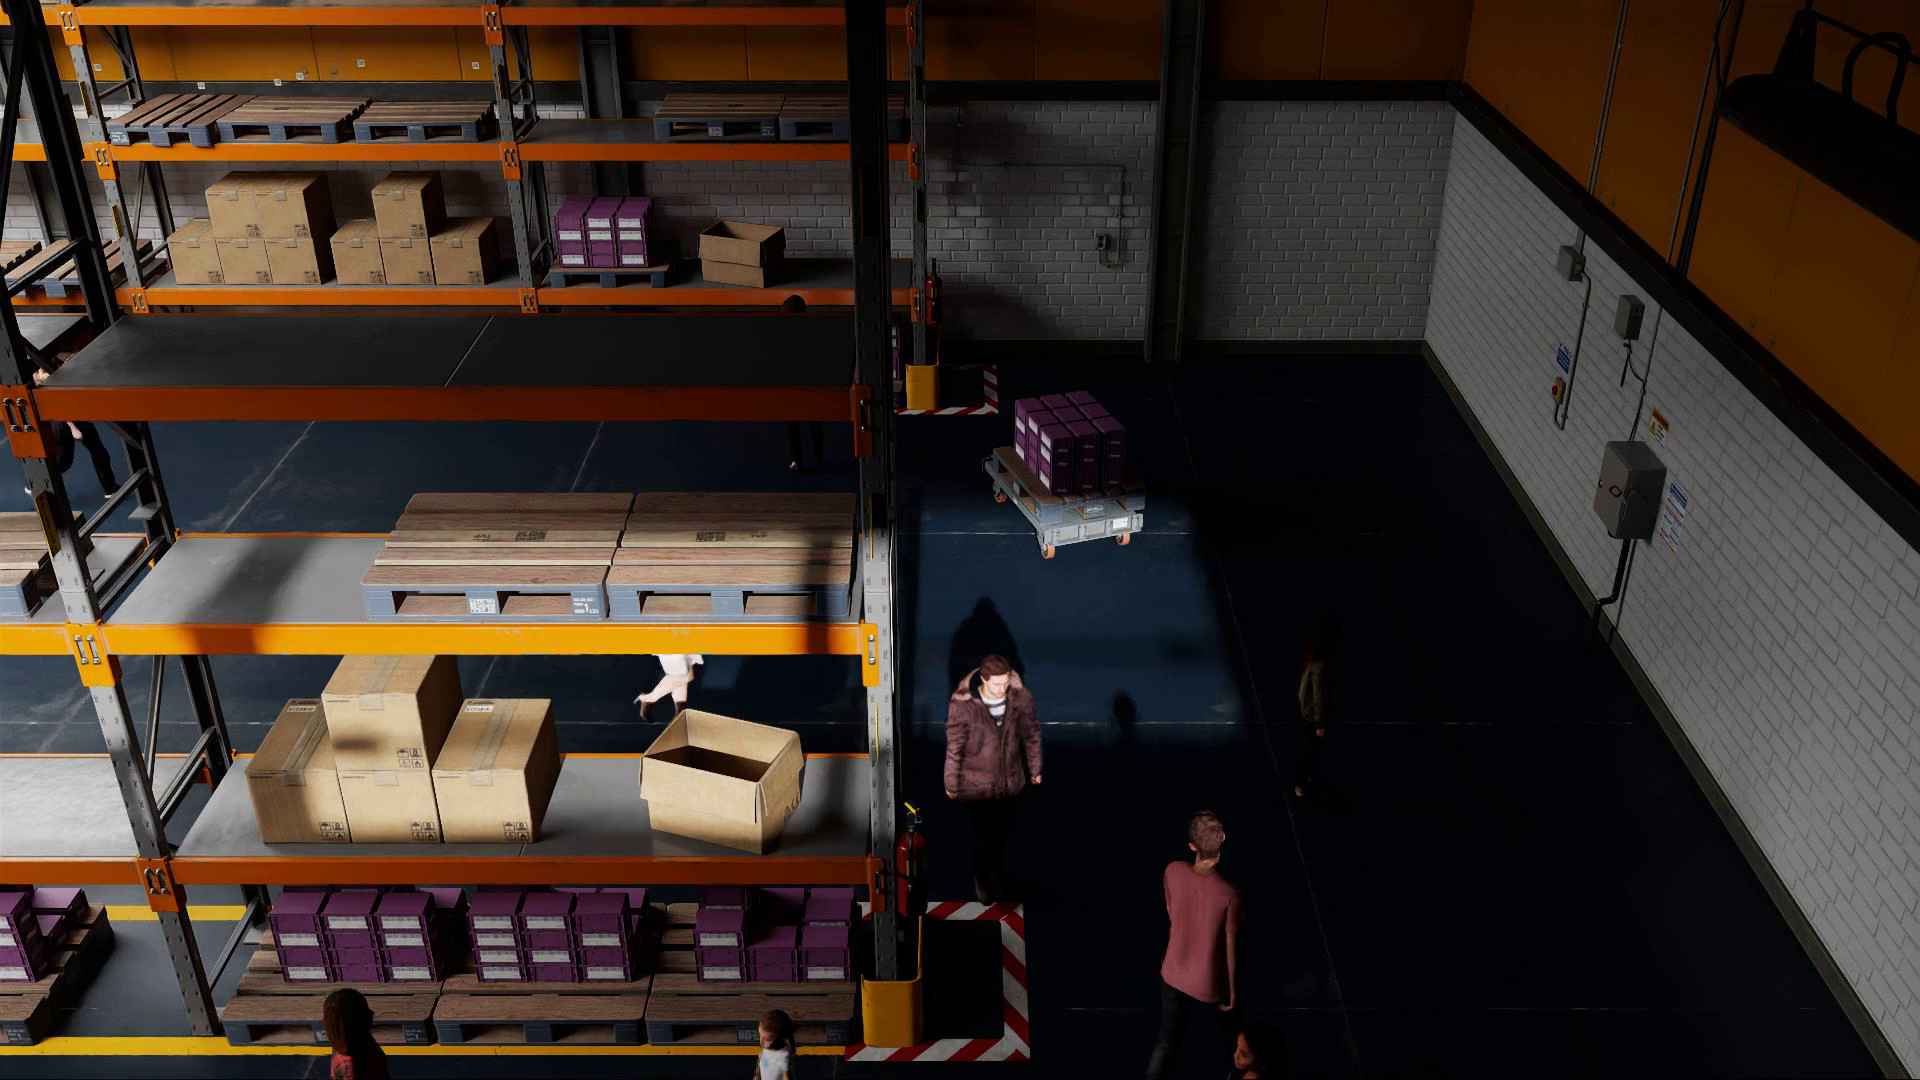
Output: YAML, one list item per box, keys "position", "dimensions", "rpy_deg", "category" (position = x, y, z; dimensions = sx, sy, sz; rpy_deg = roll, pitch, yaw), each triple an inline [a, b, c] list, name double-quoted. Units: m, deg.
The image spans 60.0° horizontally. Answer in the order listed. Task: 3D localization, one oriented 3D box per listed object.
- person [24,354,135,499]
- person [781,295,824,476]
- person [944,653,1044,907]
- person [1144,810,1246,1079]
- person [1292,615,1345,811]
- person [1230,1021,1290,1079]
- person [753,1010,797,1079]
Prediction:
- position: [-8.270, -1.084, 15.211]
  dimensions: [1.149, 1.712, 0.663]
  rpy_deg: [-3, 29, -6]
  category: "person"
- position: [-1.518, -1.471, 15.835]
  dimensions: [0.563, 1.795, 0.723]
  rpy_deg: [-9, 30, -15]
  category: "person"
- position: [0.151, 1.447, 10.451]
  dimensions: [0.834, 1.828, 0.977]
  rpy_deg: [-16, 32, -26]
  category: "person"
- position: [1.174, 2.336, 8.738]
  dimensions: [1.212, 1.906, 1.124]
  rpy_deg: [20, 34, 32]
  category: "person"
- position: [2.425, 1.163, 11.335]
  dimensions: [0.639, 1.478, 0.650]
  rpy_deg: [8, 30, 15]
  category: "person"
- position: [1.479, 2.944, 7.819]
  dimensions: [1.005, 1.719, 0.568]
  rpy_deg: [0, 29, 0]
  category: "person"
- position: [-0.904, 2.847, 8.736]
  dimensions: [0.592, 1.012, 0.523]
  rpy_deg: [-15, 32, -25]
  category: "person"
